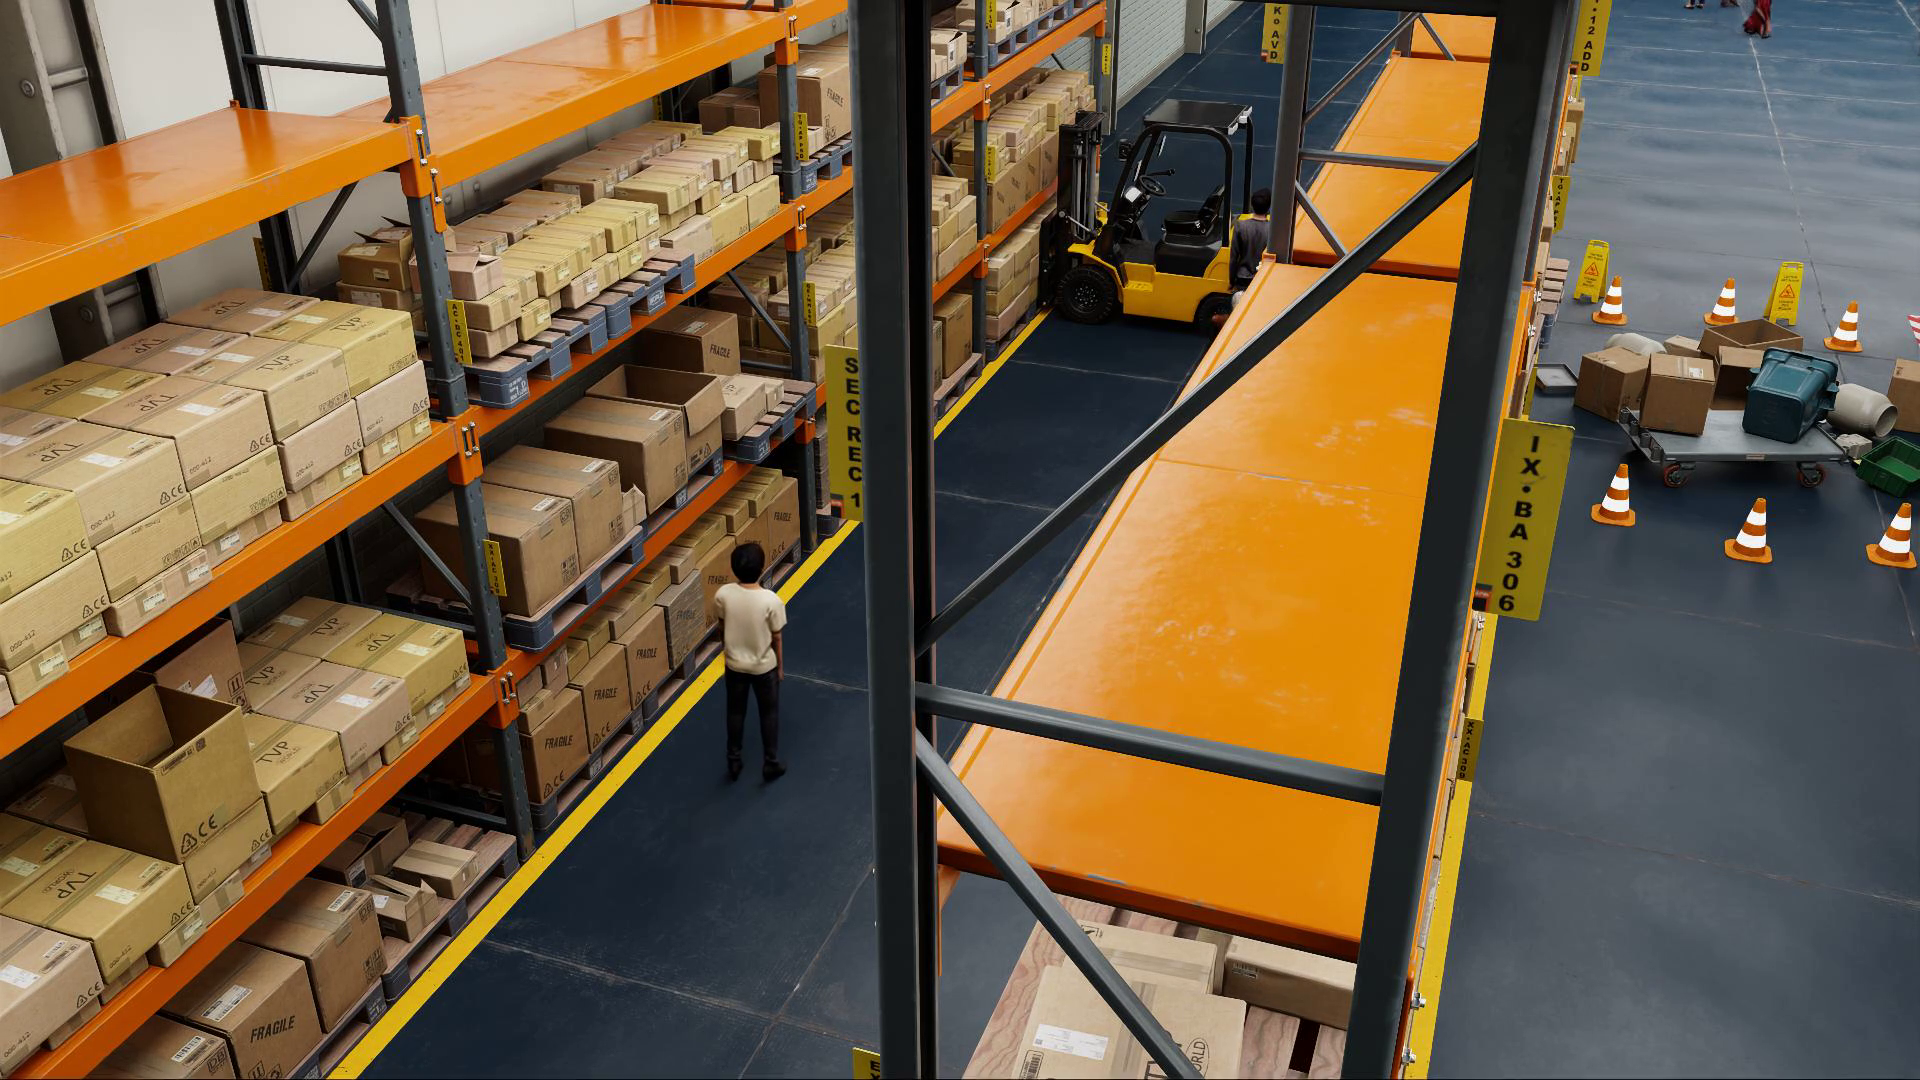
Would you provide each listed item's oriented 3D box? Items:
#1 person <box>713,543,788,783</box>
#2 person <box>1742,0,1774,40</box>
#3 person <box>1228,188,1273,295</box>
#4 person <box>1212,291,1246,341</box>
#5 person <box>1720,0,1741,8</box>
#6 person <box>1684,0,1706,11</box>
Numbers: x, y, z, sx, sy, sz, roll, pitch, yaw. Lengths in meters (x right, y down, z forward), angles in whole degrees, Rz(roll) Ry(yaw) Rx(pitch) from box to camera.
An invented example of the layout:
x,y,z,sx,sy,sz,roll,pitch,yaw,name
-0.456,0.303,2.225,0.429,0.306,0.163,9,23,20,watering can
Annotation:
x,y,z,sx,sy,sz,roll,pitch,yaw,name
-1.263,0.756,10.068,0.631,1.579,0.576,5,28,9,person
14.527,-9.917,30.078,1.008,1.608,1.164,-6,29,-12,person
2.802,-2.433,15.777,0.687,1.842,0.575,7,29,13,person
2.271,-1.260,13.807,0.643,1.622,0.716,11,30,19,person
15.273,-11.337,32.644,0.759,1.702,0.808,-10,30,-18,person
14.528,-11.289,32.534,0.652,1.722,0.680,-7,29,-13,person
